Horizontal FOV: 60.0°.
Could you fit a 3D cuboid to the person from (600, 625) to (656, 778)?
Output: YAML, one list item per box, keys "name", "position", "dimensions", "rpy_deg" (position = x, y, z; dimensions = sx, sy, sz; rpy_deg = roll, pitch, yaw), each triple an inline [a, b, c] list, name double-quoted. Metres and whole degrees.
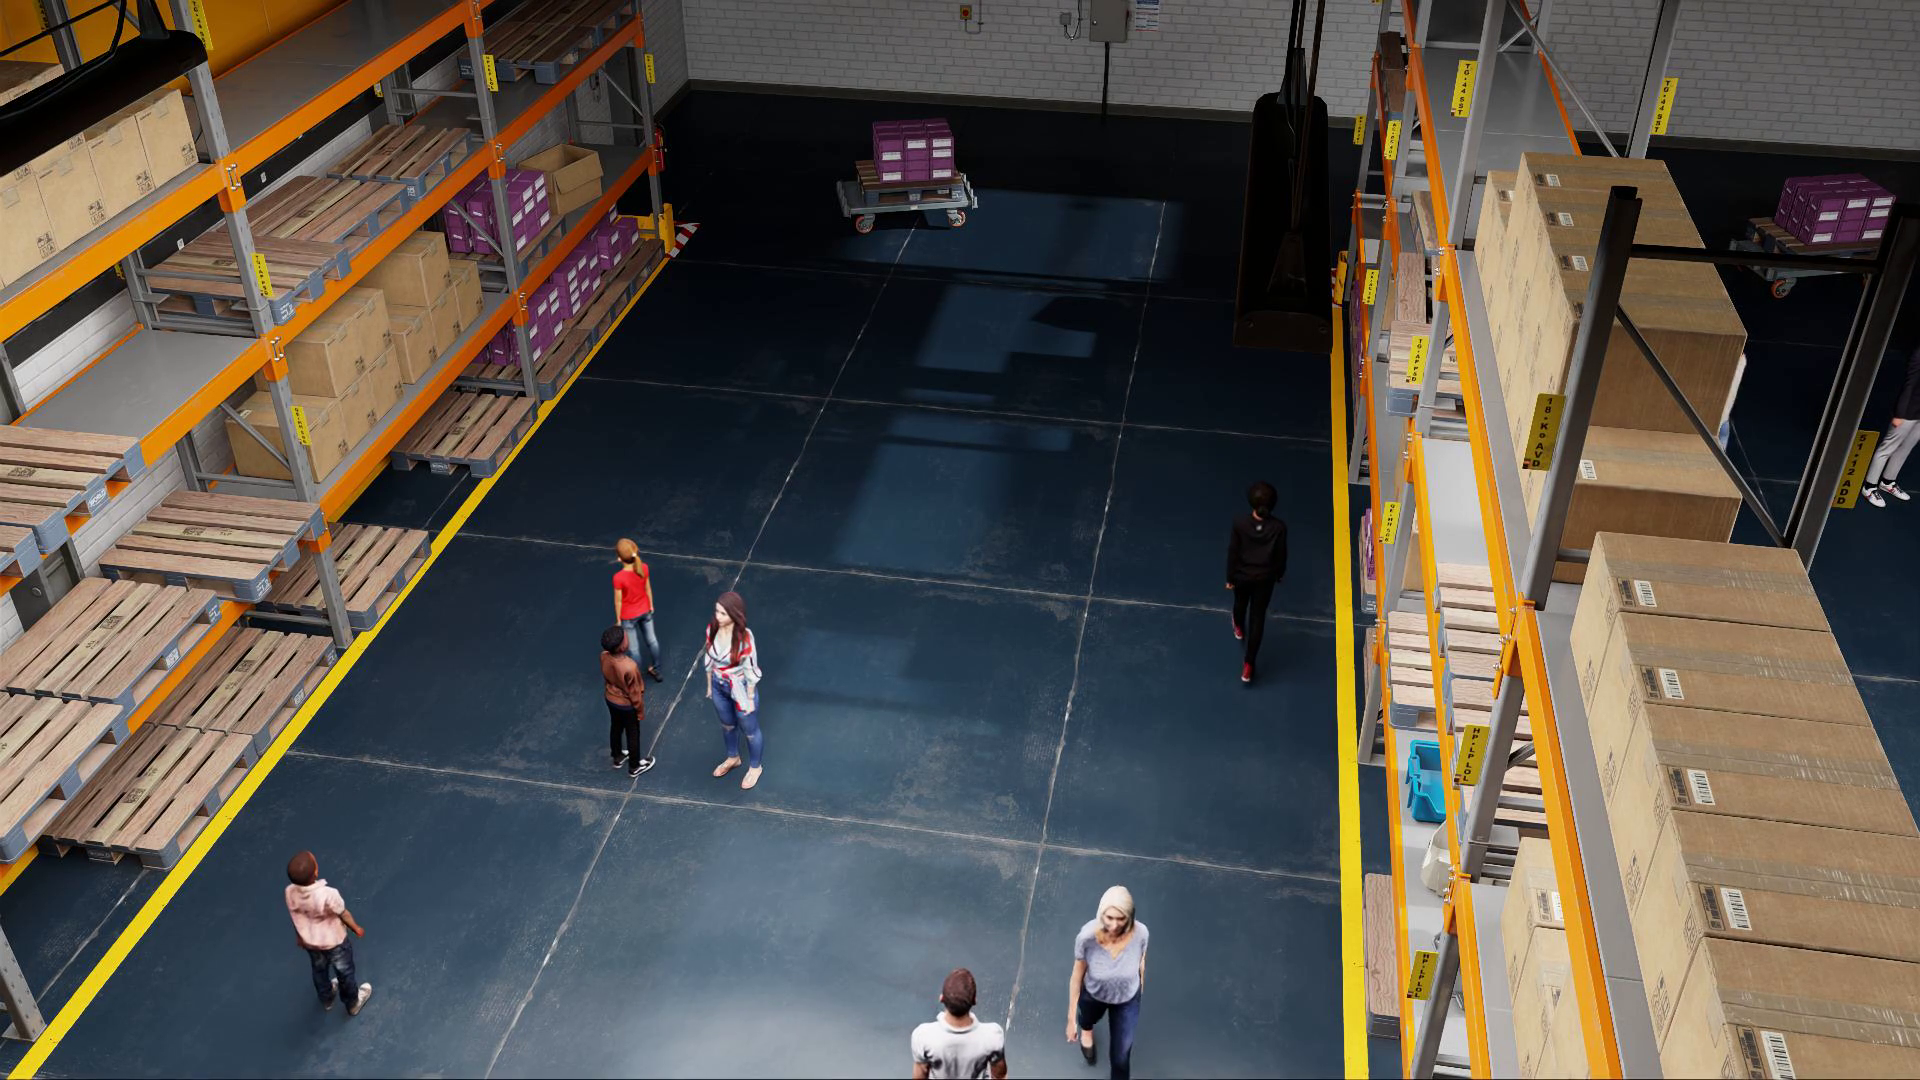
- name: "person"
  position: [-2.416, 1.143, 11.889]
  dimensions: [0.582, 1.252, 0.594]
  rpy_deg: [23, 40, 30]

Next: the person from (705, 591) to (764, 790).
- name: "person"
  position: [-1.584, 1.038, 11.721]
  dimensions: [0.654, 1.614, 0.632]
  rpy_deg: [19, 38, 26]

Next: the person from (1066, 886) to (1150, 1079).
- name: "person"
  position: [0.827, 2.520, 9.435]
  dimensions: [0.735, 1.675, 1.166]
  rpy_deg: [0, 34, 0]

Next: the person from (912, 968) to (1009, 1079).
- name: "person"
  position: [-0.004, 2.934, 8.654]
  dimensions: [0.698, 1.851, 0.633]
  rpy_deg: [-3, 34, -4]

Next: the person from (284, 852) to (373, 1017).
- name: "person"
  position: [-3.822, 2.389, 9.966]
  dimensions: [0.509, 1.307, 0.519]
  rpy_deg: [5, 34, 7]

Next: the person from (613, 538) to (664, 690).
- name: "person"
  position: [-2.474, 0.559, 12.719]
  dimensions: [0.543, 1.307, 0.613]
  rpy_deg: [-26, 41, -33]

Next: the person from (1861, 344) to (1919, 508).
- name: "person"
  position: [8.528, -1.186, 14.843]
  dimensions: [0.792, 1.861, 0.782]
  rpy_deg: [-11, 35, -17]

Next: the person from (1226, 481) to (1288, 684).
- name: "person"
  position: [2.266, 0.336, 12.764]
  dimensions: [0.640, 1.628, 1.060]
  rpy_deg: [7, 34, 11]
